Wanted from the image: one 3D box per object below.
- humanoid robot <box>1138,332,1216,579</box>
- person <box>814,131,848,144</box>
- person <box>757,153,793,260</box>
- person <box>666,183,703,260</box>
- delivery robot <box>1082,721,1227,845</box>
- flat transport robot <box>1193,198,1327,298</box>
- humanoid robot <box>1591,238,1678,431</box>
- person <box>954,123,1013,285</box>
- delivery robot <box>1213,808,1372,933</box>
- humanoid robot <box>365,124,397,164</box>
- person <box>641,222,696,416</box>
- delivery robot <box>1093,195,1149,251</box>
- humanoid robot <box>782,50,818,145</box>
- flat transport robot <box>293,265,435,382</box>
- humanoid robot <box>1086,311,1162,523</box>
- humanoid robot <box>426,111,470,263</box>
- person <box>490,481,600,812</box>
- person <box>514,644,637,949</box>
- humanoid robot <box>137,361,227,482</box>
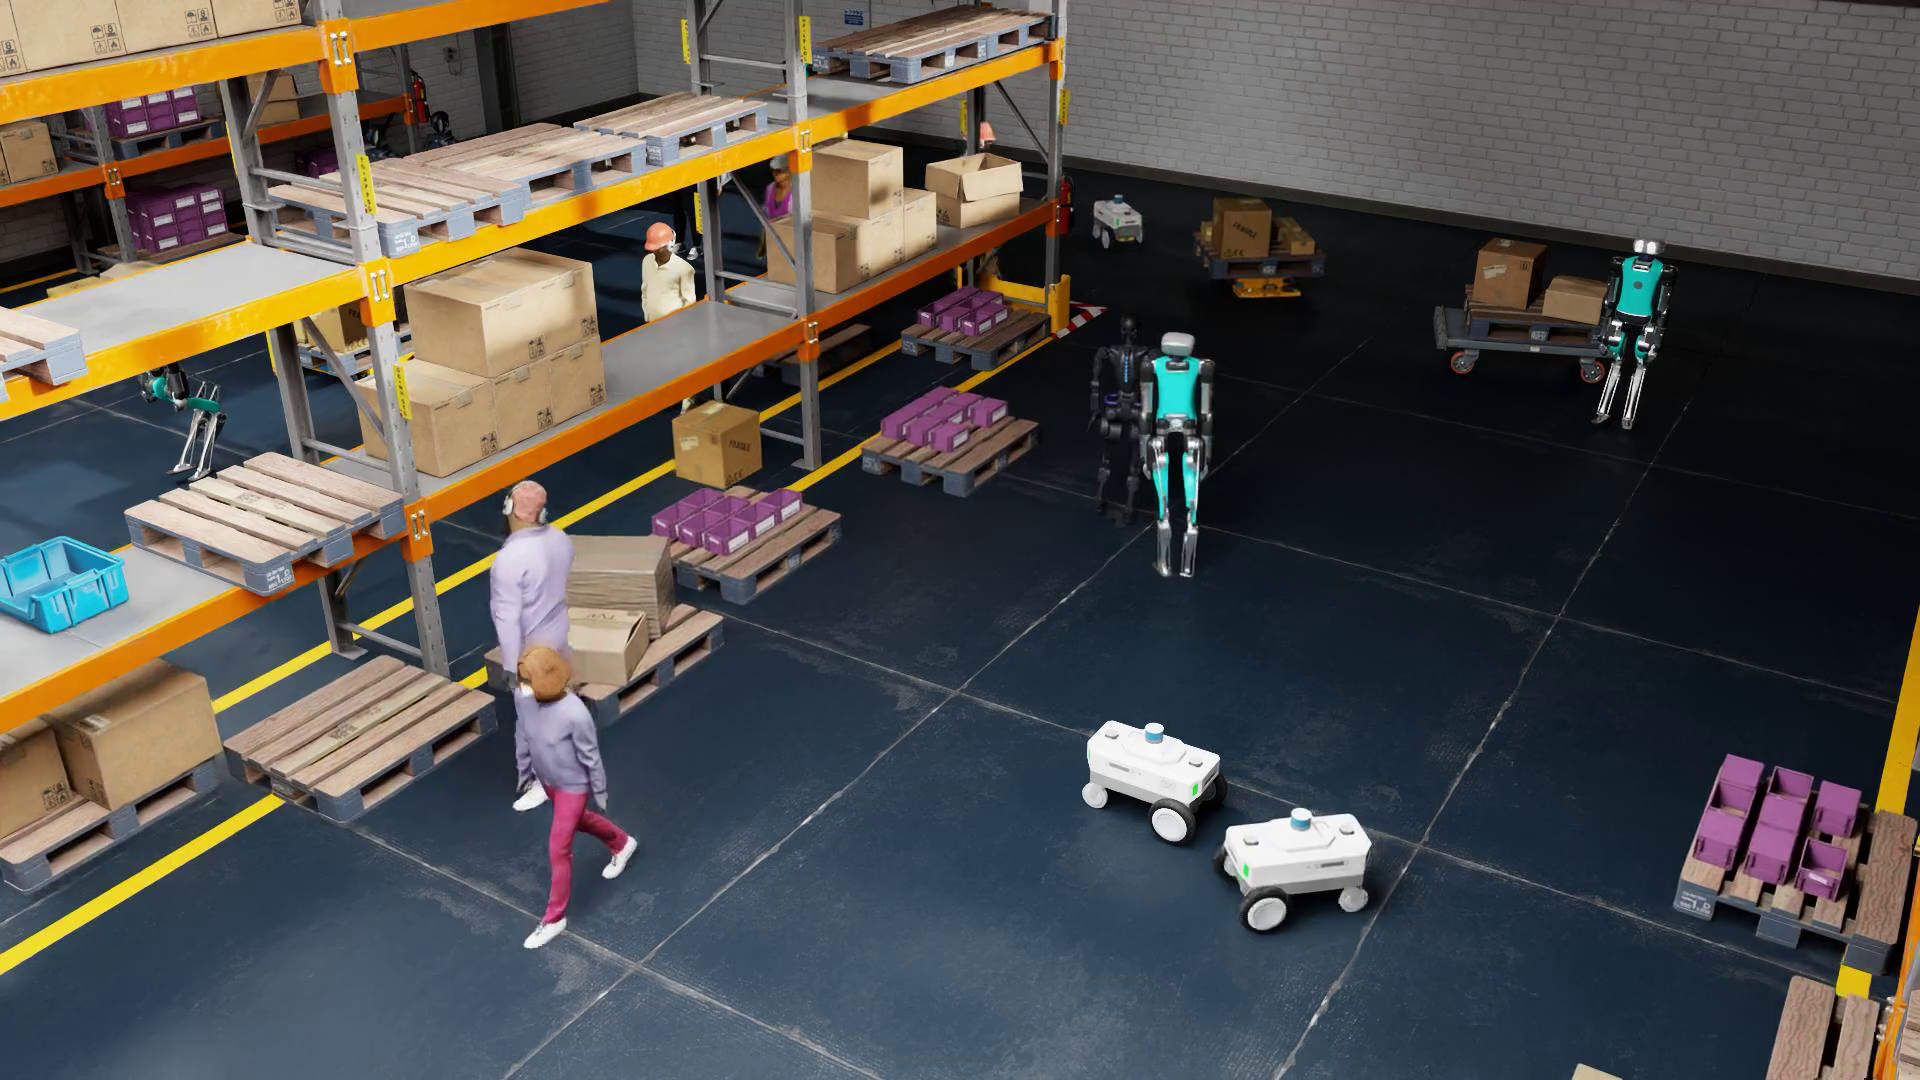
[{"bbox_3d":[1.489,-0.505,11.583,0.550,1.765,0.793,3,27,6],"label":"humanoid robot"},{"bbox_3d":[-1.581,-4.778,20.126,0.500,1.609,0.709,7,28,14],"label":"person"},{"bbox_3d":[-1.692,-2.822,16.033,0.532,1.833,0.474,20,33,34],"label":"person"},{"bbox_3d":[-3.080,-4.006,18.444,0.756,1.758,0.432,16,31,28],"label":"person"},{"bbox_3d":[1.076,1.290,9.309,0.739,0.566,0.499,16,31,28],"label":"delivery robot"},{"bbox_3d":[3.172,-2.910,17.933,0.659,0.231,1.431,-2,27,-4],"label":"flat transport robot"},{"bbox_3d":[5.653,-1.765,13.906,0.533,1.677,0.735,16,31,28],"label":"humanoid robot"},{"bbox_3d":[0.254,-3.542,17.558,0.722,1.723,0.580,-8,28,-15],"label":"person"},{"bbox_3d":[1.723,1.666,8.608,0.801,0.602,0.499,-5,27,-9],"label":"delivery robot"},{"bbox_3d":[-6.111,-3.568,17.681,0.603,1.652,0.472,10,29,19],"label":"humanoid robot"},{"bbox_3d":[-2.508,-1.874,14.253,0.561,1.747,0.333,16,31,28],"label":"person"},{"bbox_3d":[1.815,-3.640,19.071,0.499,0.608,0.797,-9,28,-17],"label":"delivery robot"},{"bbox_3d":[-1.877,-5.469,21.210,0.533,1.671,0.735,16,31,28],"label":"humanoid robot"},{"bbox_3d":[-5.636,-1.701,15.551,1.431,0.231,0.659,16,31,28],"label":"flat transport robot"},{"bbox_3d":[1.251,-0.929,12.469,0.609,1.646,0.385,5,27,9],"label":"humanoid robot"},{"bbox_3d":[-5.603,-3.886,18.287,0.599,1.654,0.315,16,31,28],"label":"humanoid robot"},{"bbox_3d":[-2.382,0.591,9.285,0.396,1.862,0.728,7,28,13],"label":"person"},{"bbox_3d":[-1.968,1.190,8.381,0.513,1.598,0.820,18,32,32],"label":"person"},{"bbox_3d":[-6.080,-1.294,12.985,0.533,1.671,0.735,16,31,28],"label":"humanoid robot"}]
